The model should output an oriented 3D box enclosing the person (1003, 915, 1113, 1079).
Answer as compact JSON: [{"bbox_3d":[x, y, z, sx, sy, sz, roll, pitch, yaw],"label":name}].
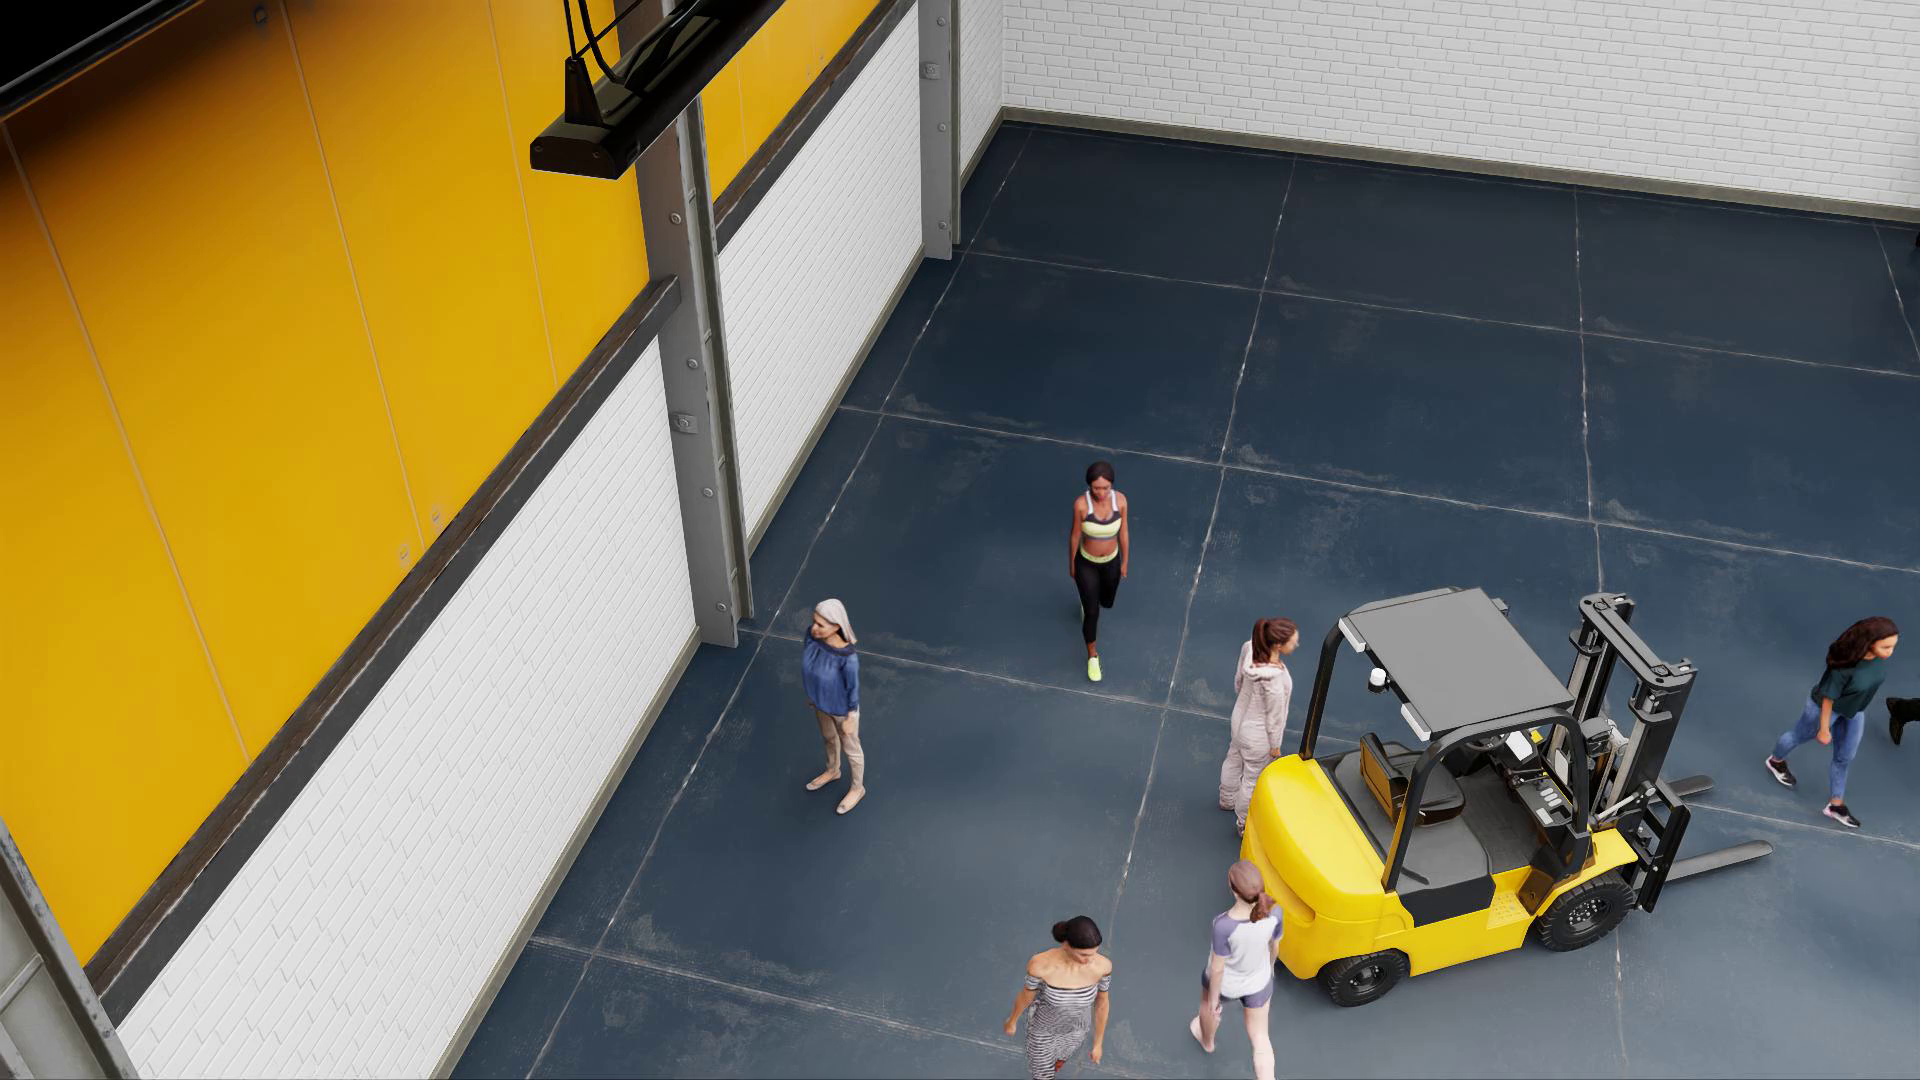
[{"bbox_3d":[0.506,2.477,8.687,0.885,1.787,1.043,-2,39,-3],"label":"person"}]

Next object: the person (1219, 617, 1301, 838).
[{"bbox_3d":[1.850,1.153,10.425,0.790,1.688,0.692,-12,40,-15],"label":"person"}]

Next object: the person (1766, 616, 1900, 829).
[{"bbox_3d":[5.545,1.028,10.663,0.948,1.585,1.057,-15,41,-18],"label":"person"}]

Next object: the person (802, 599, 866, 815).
[{"bbox_3d":[-0.784,1.027,10.575,0.731,1.697,0.709,-31,48,-33],"label":"person"}]

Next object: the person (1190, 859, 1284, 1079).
[{"bbox_3d":[1.511,2.408,8.818,0.920,1.732,1.183,-6,39,-8],"label":"person"}]

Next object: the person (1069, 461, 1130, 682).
[{"bbox_3d":[0.958,0.125,11.676,0.831,1.733,1.074,-5,39,-6],"label":"person"}]
